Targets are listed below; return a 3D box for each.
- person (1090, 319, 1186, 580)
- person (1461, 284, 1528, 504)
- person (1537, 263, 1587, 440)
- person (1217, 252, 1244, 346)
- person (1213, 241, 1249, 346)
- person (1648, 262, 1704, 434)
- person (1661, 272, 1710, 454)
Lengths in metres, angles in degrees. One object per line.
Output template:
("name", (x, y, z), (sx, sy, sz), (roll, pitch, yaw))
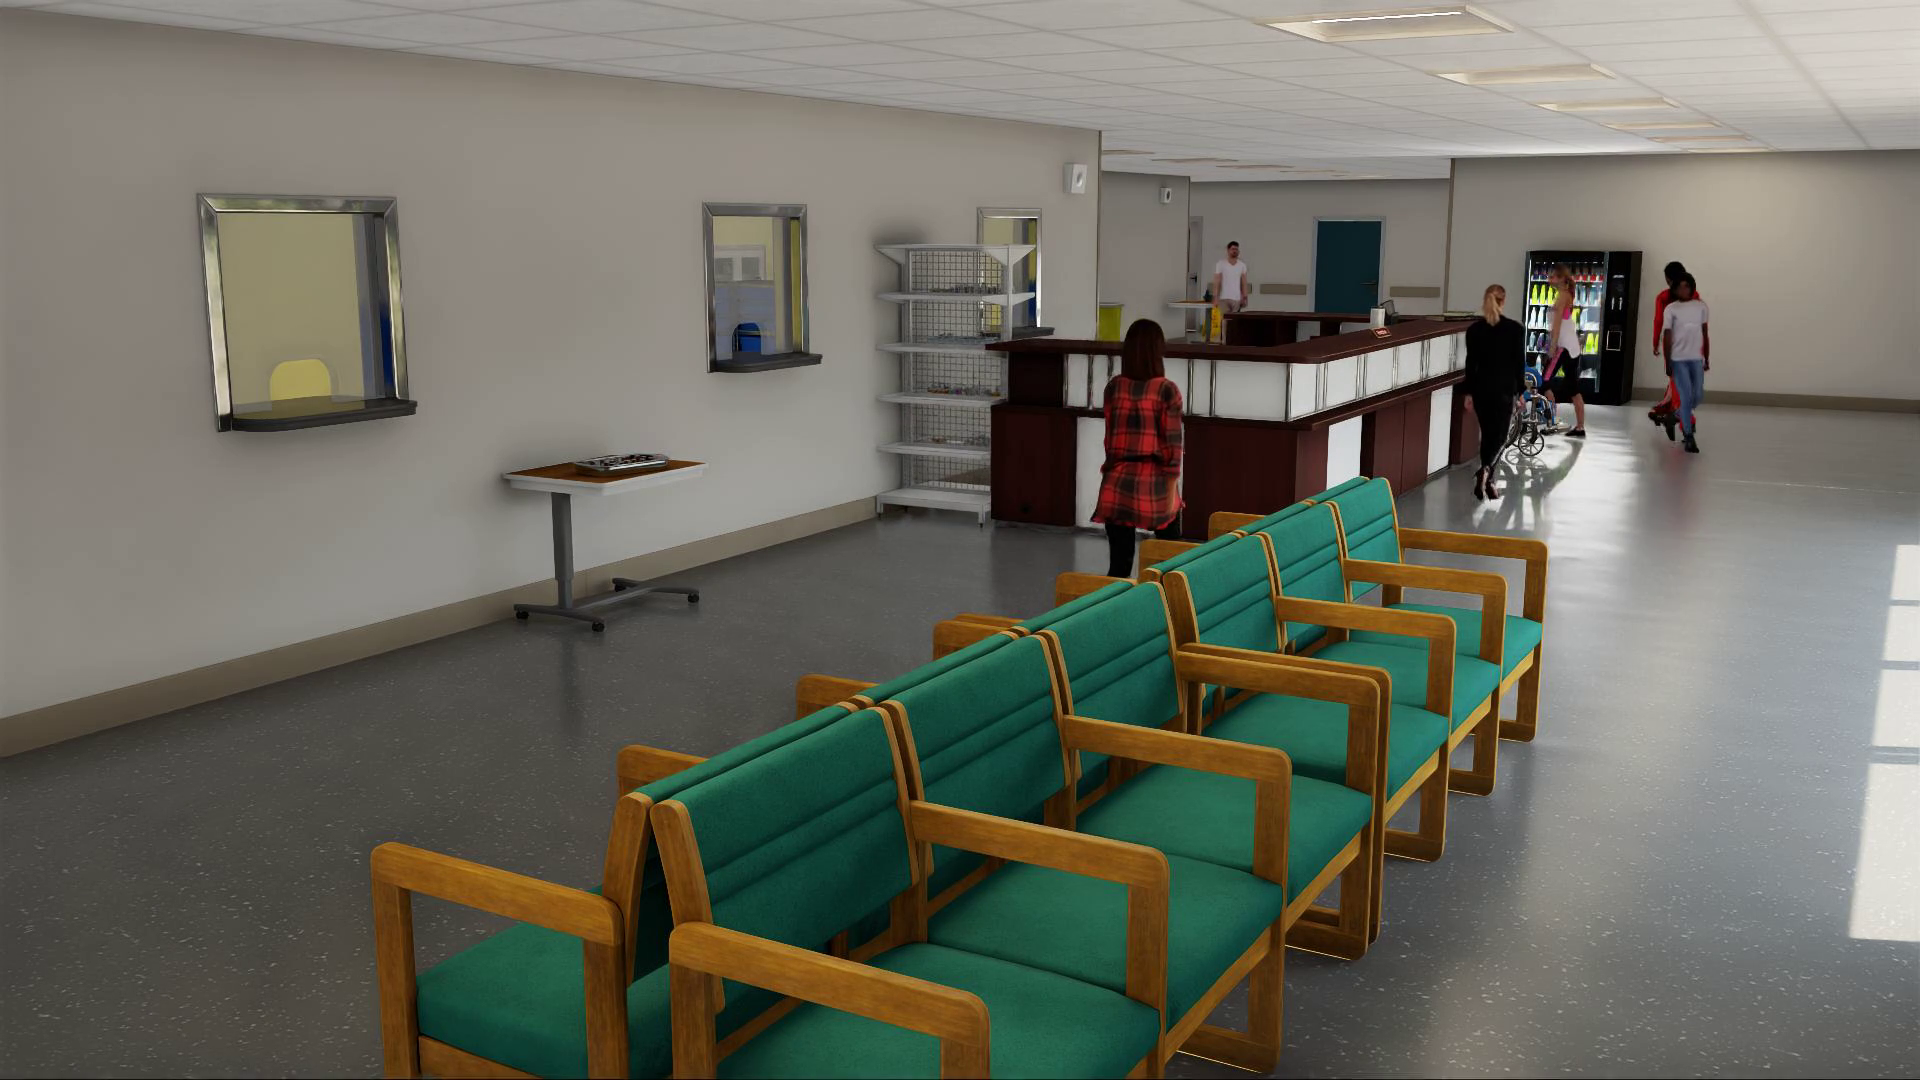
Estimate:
("person", (0.834, -0.216, 8.131), (0.691, 1.686, 0.663), (6, 12, 28))
("person", (4.042, -1.069, 12.639), (0.951, 1.683, 0.694), (7, 13, 32))
("person", (6.088, -1.861, 16.617), (0.697, 1.756, 0.712), (10, 14, 41))
("person", (4.766, -4.240, 29.270), (0.583, 1.713, 0.730), (2, 11, 9))
("person", (4.358, -3.892, 27.025), (0.983, 1.866, 1.027), (-2, 11, -9))
("person", (7.380, -1.913, 16.979), (1.201, 1.722, 1.209), (-1, 11, -7))
("person", (6.861, -1.677, 15.825), (0.927, 1.690, 0.968), (-3, 11, -16))
